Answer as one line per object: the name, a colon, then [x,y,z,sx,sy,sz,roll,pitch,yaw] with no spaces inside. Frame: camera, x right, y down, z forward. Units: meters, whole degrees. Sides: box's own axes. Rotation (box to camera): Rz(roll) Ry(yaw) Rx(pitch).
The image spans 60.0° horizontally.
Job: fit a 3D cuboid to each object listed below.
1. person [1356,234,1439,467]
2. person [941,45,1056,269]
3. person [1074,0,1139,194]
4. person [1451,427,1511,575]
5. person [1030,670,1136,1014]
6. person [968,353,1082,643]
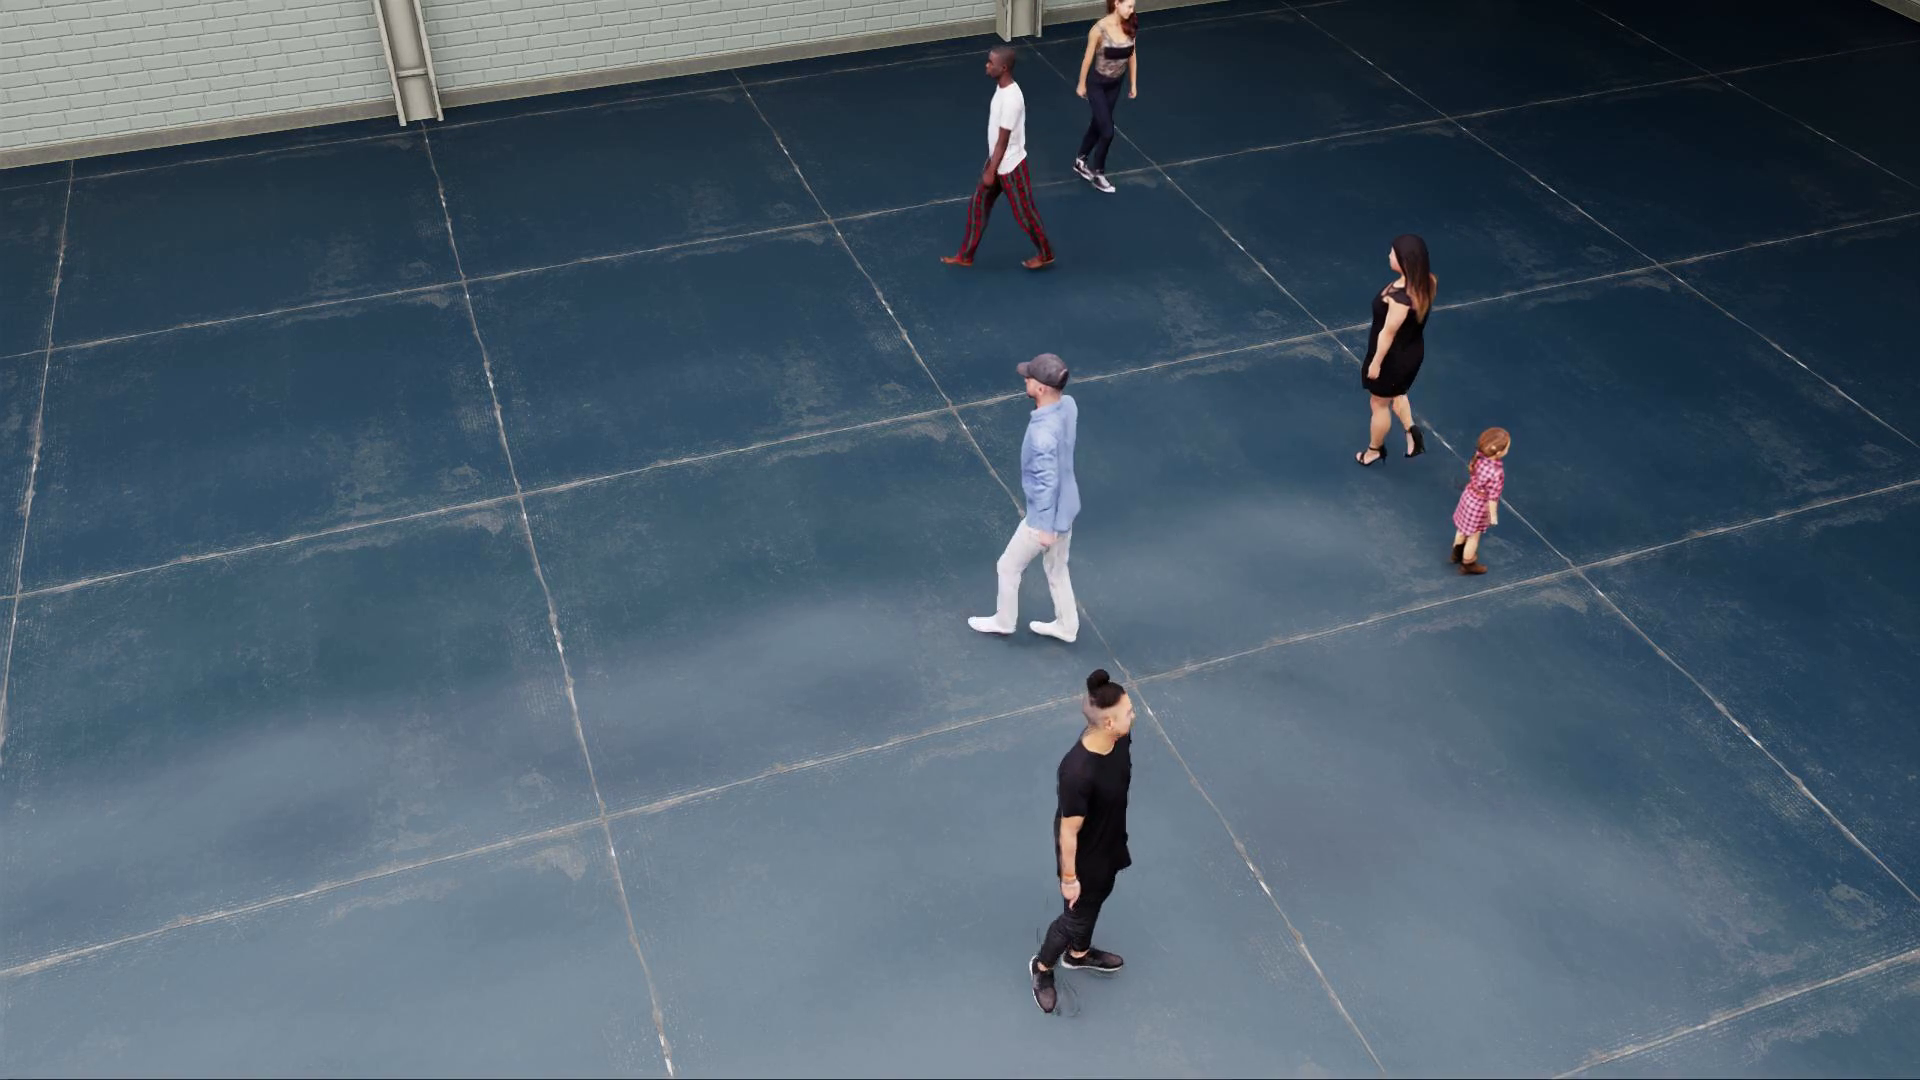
person: [2.830,-1.138,10.534,0.913,1.703,0.851,25,44,28]
person: [0.442,-2.838,12.639,1.185,1.787,0.802,-6,38,-7]
person: [1.141,-3.787,13.904,0.857,1.723,0.800,-18,41,-21]
person: [3.100,-0.242,9.943,0.459,1.021,0.451,-7,39,-9]
person: [0.540,1.306,7.281,0.903,1.862,0.833,24,44,27]
person: [0.562,-0.161,9.150,1.005,1.870,0.940,14,40,17]
